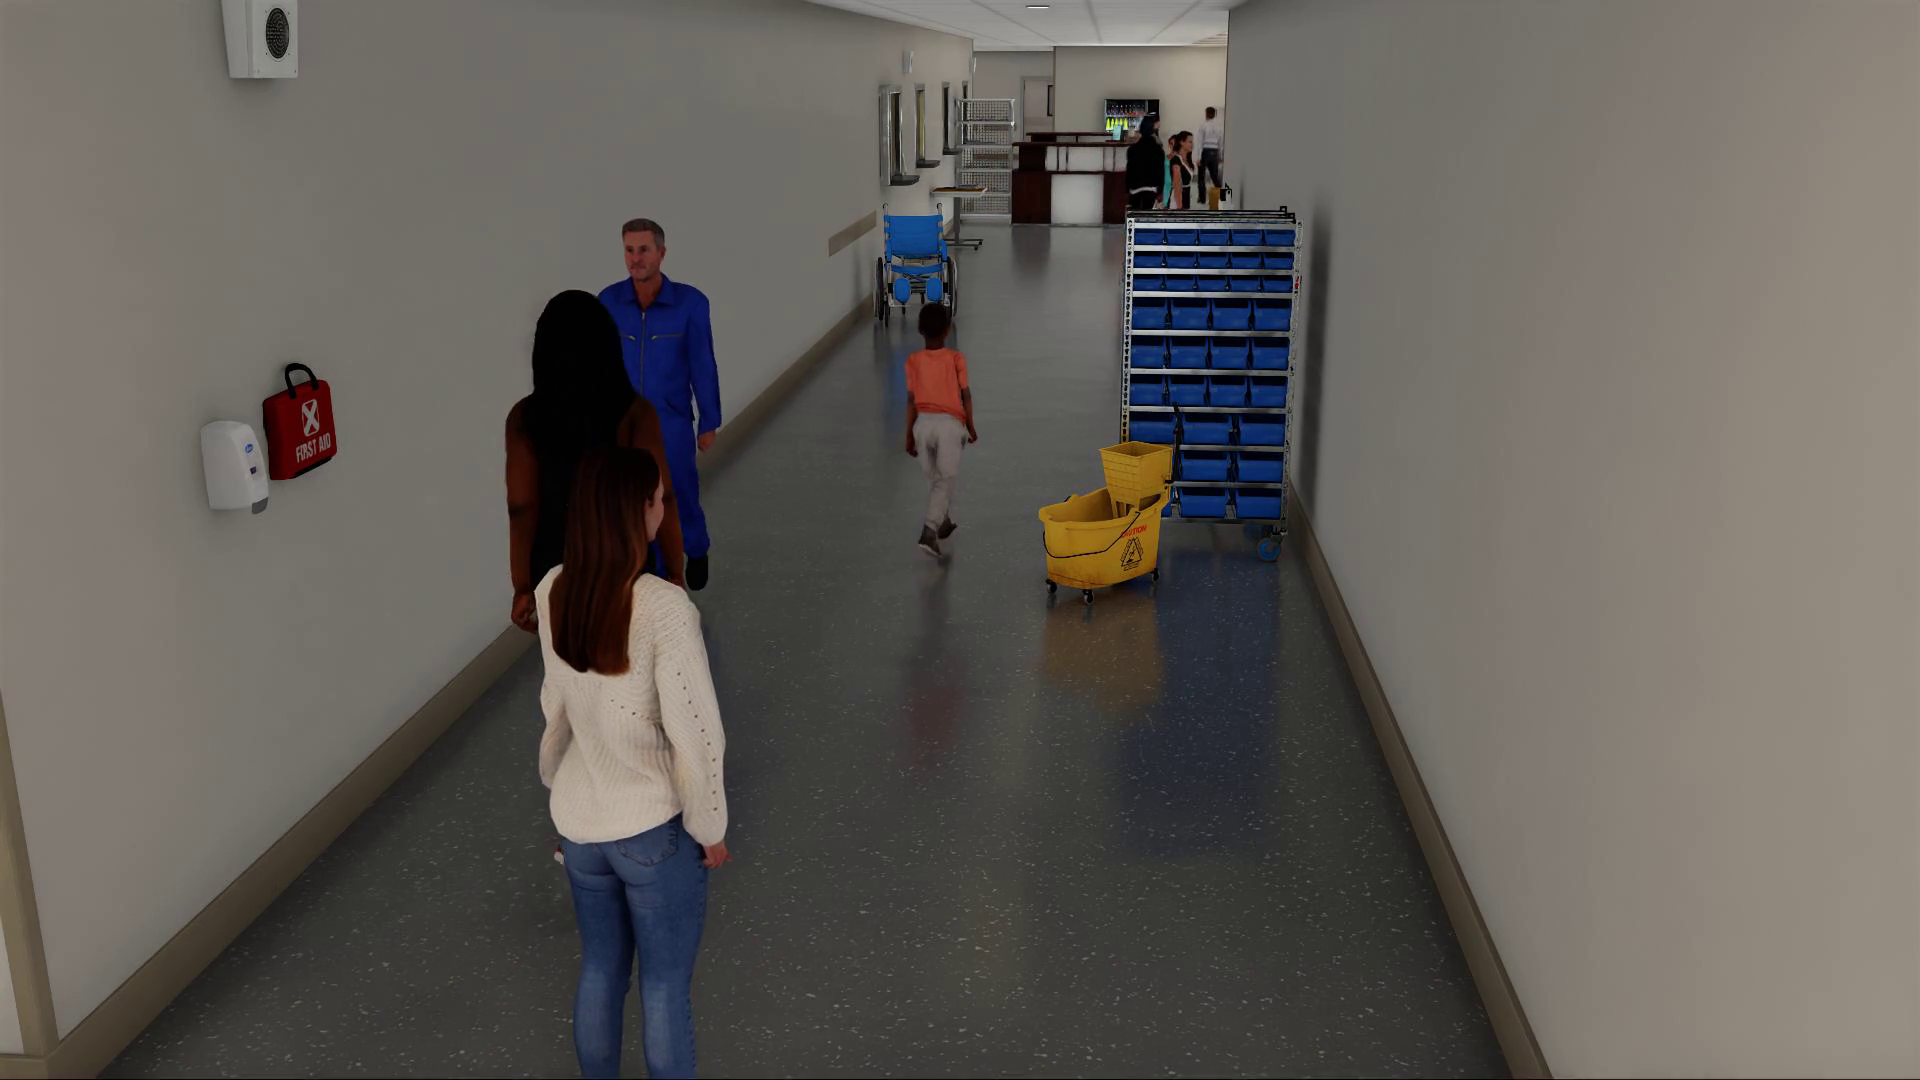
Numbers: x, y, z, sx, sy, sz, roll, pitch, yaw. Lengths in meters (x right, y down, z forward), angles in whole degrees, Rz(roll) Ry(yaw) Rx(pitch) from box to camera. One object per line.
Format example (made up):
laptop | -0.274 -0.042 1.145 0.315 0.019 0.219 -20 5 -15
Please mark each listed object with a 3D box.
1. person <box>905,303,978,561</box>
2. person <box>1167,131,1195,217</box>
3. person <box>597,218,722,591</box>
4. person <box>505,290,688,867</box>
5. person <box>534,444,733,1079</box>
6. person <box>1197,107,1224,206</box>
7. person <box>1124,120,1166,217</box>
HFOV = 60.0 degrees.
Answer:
person | -0.122 -0.547 8.532 0.893 1.297 0.682 5 17 19
person | 2.409 -3.715 18.868 0.712 1.787 0.695 9 18 28
person | -1.371 -0.534 7.537 0.734 1.812 0.784 1 16 5
person | -1.146 0.173 5.103 1.143 1.772 0.748 1 16 4
person | -0.722 0.618 3.667 0.650 1.694 0.763 10 19 32
person | 4.672 -7.125 30.955 1.119 1.792 0.926 -3 16 -11
person | 2.450 -4.673 22.235 0.717 1.804 0.744 1 16 5
